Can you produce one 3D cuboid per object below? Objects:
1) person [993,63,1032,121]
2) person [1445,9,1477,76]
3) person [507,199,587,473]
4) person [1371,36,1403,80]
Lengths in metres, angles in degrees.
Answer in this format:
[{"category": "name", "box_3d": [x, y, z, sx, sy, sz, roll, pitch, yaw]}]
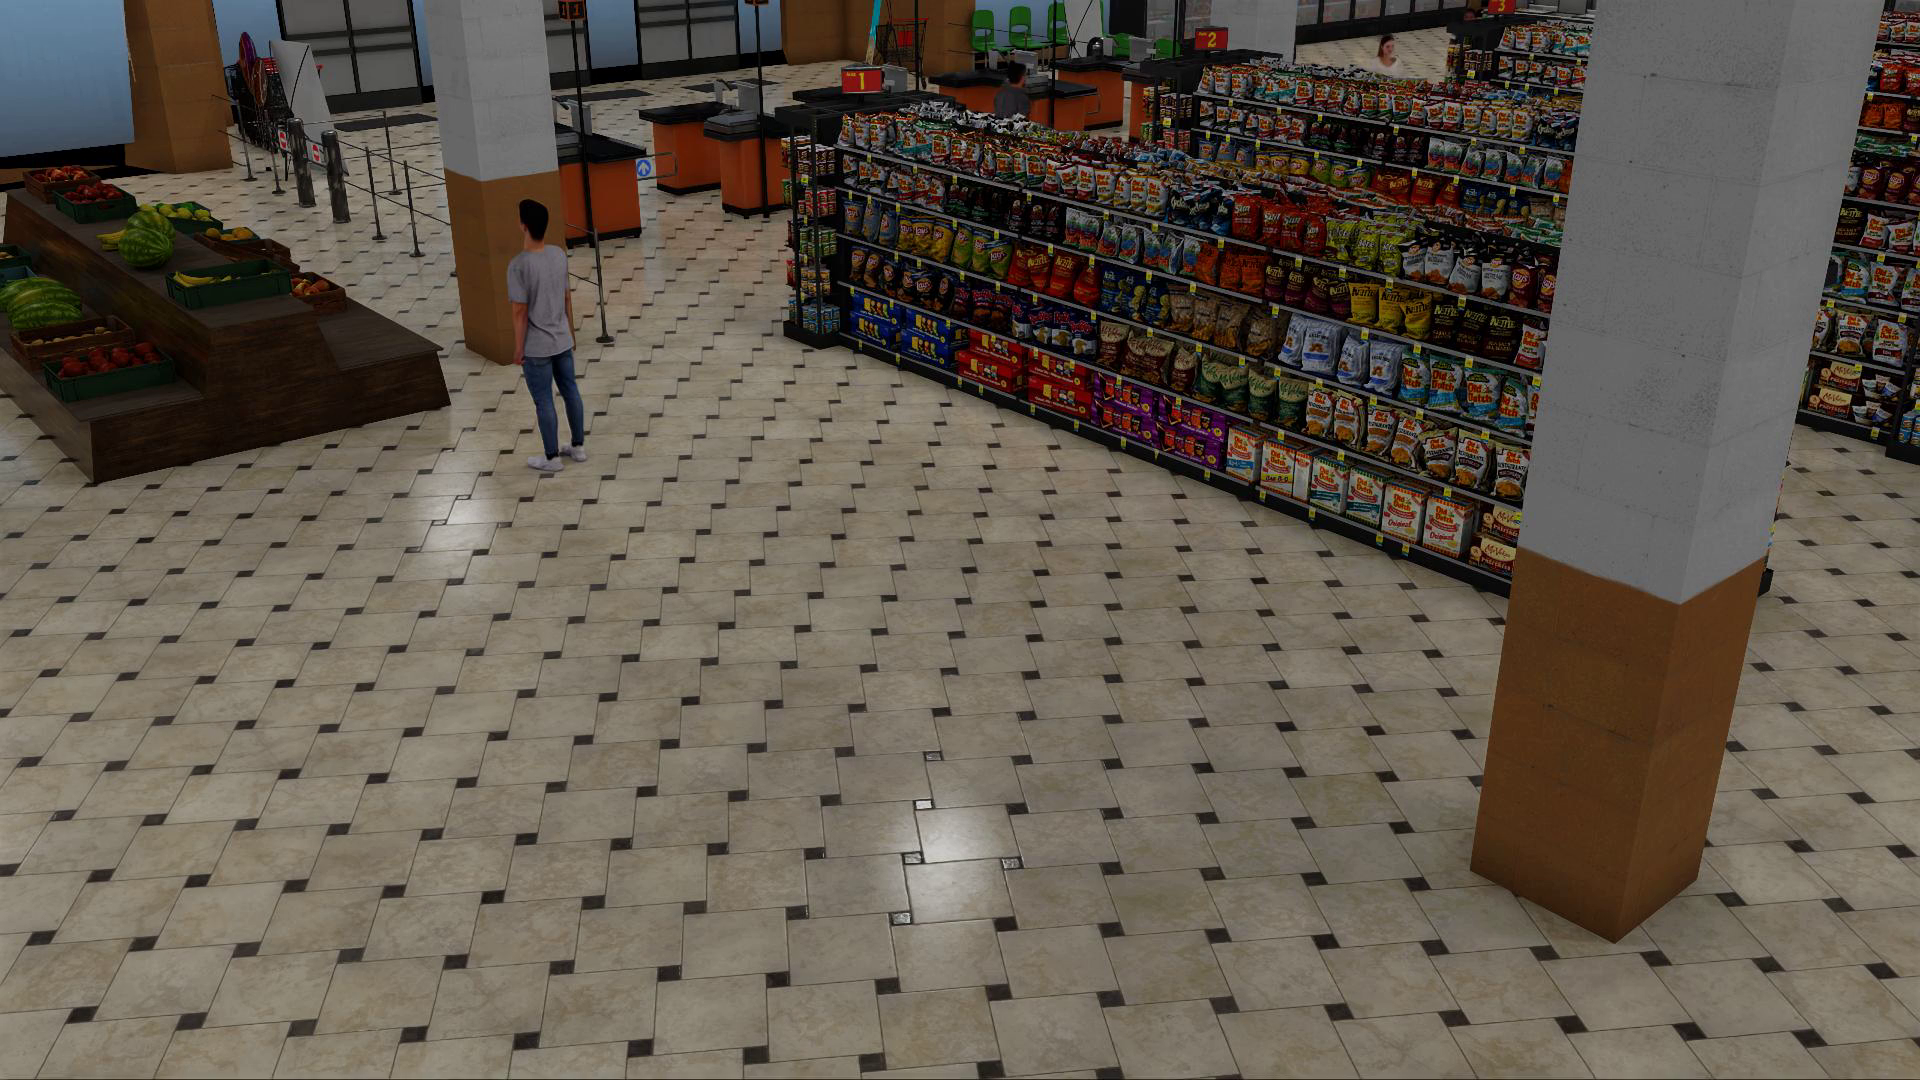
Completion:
[{"category": "person", "box_3d": [0.498, -4.107, 17.761, 1.009, 1.838, 0.862, 20, 30, 38]}, {"category": "person", "box_3d": [7.252, -6.763, 24.017, 1.177, 1.690, 1.030, 9, 25, 20]}, {"category": "person", "box_3d": [-2.873, -1.413, 11.541, 0.656, 1.890, 0.724, 16, 28, 33]}, {"category": "person", "box_3d": [5.396, -5.640, 21.465, 0.746, 1.677, 0.778, -8, 25, -17]}]
